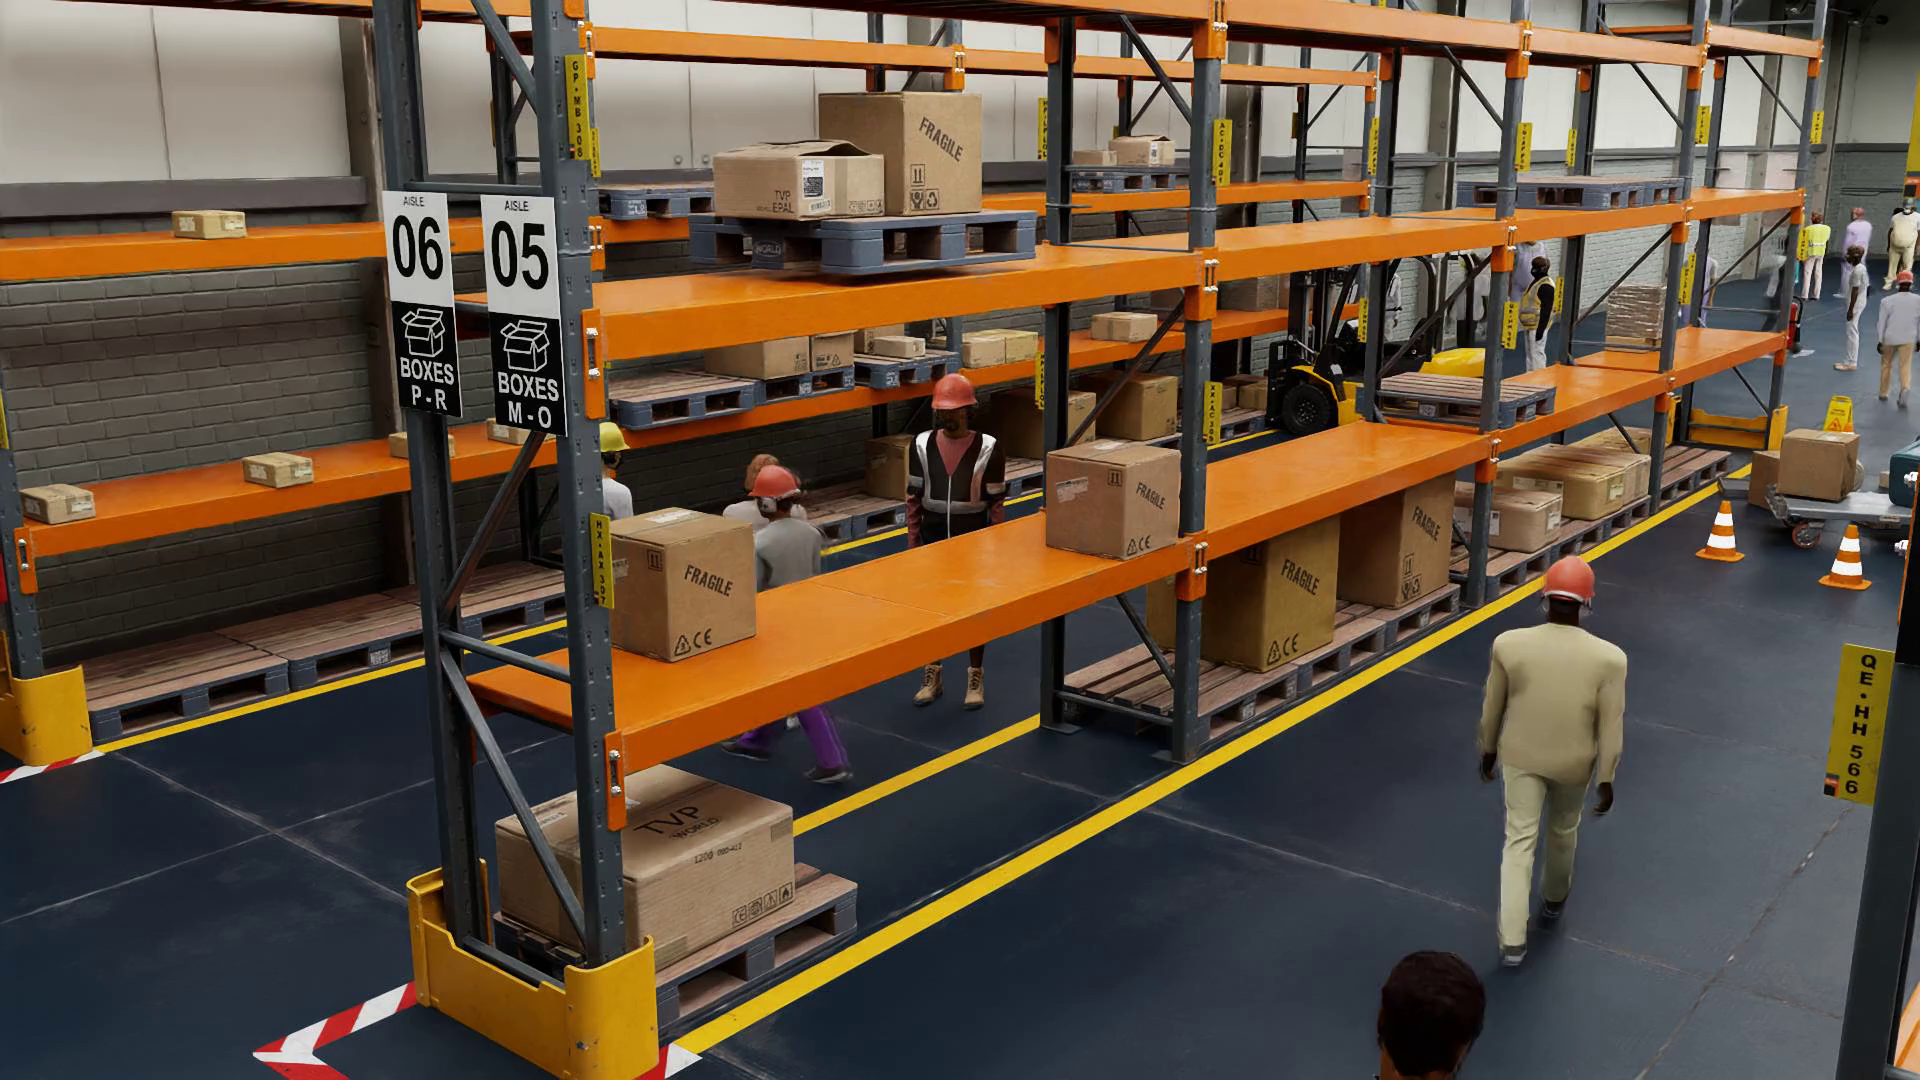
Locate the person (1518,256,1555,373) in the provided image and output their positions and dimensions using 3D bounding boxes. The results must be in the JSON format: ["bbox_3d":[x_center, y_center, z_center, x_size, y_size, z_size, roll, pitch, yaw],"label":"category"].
[{"bbox_3d":[7.572,-2.808,21.913,0.429,1.843,0.633,1,14,3],"label":"person"}]

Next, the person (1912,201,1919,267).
[{"bbox_3d":[24.819,-8.068,42.932,0.605,2.034,0.392,9,16,32],"label":"person"}]

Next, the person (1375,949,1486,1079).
[{"bbox_3d":[0.807,1.728,3.380,0.712,1.882,0.614,1,14,6],"label":"person"}]

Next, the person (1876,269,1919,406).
[{"bbox_3d":[12.018,-2.589,21.262,0.566,1.729,0.784,5,15,19],"label":"person"}]

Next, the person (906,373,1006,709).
[{"bbox_3d":[-0.034,0.014,10.007,0.607,2.044,0.375,3,14,13],"label":"person"}]

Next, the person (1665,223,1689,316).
[{"bbox_3d":[13.492,-5.139,31.358,0.534,1.864,0.310,-11,17,-37],"label":"person"}]

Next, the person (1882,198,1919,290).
[{"bbox_3d":[20.748,-6.514,36.592,0.680,2.000,0.537,13,19,42],"label":"person"}]

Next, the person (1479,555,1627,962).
[{"bbox_3d":[2.508,0.902,7.091,0.576,1.708,0.884,6,15,24],"label":"person"}]

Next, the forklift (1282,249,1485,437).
[{"bbox_3d":[4.886,-2.214,18.767,2.313,2.155,1.214,11,18,38],"label":"forklift"}]

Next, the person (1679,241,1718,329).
[{"bbox_3d":[11.320,-3.706,25.573,0.507,1.840,0.343,10,17,36],"label":"person"}]

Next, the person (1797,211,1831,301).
[{"bbox_3d":[17.615,-5.844,34.298,0.560,1.837,0.390,0,14,-1],"label":"person"}]

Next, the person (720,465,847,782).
[{"bbox_3d":[-0.959,0.448,8.945,0.888,1.714,0.567,7,15,26],"label":"person"}]

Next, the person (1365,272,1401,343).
[{"bbox_3d":[5.884,-3.164,23.401,0.589,1.822,0.403,1,14,6],"label":"person"}]

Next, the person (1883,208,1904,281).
[{"bbox_3d":[21.913,-6.915,38.934,0.322,1.695,0.536,5,15,19],"label":"person"}]

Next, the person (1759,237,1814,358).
[{"bbox_3d":[12.724,-3.707,25.499,0.954,1.875,0.624,5,15,21],"label":"person"}]

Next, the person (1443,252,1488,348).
[{"bbox_3d":[6.838,-2.960,22.522,0.598,1.841,0.537,11,17,37],"label":"person"}]

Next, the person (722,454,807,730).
[{"bbox_3d":[-1.120,0.309,9.649,0.502,1.632,0.279,0,14,0],"label":"person"}]

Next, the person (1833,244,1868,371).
[{"bbox_3d":[13.043,-3.391,24.309,0.350,1.837,0.502,7,15,26],"label":"person"}]

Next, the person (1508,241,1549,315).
[{"bbox_3d":[9.189,-4.135,26.903,0.678,2.000,0.537,0,14,0],"label":"person"}]

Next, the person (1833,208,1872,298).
[{"bbox_3d":[18.707,-5.986,34.745,0.659,1.887,0.692,-4,14,-15],"label":"person"}]

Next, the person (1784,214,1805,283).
[{"bbox_3d":[19.174,-6.855,38.238,0.596,1.915,0.372,-11,18,-39],"label":"person"}]
